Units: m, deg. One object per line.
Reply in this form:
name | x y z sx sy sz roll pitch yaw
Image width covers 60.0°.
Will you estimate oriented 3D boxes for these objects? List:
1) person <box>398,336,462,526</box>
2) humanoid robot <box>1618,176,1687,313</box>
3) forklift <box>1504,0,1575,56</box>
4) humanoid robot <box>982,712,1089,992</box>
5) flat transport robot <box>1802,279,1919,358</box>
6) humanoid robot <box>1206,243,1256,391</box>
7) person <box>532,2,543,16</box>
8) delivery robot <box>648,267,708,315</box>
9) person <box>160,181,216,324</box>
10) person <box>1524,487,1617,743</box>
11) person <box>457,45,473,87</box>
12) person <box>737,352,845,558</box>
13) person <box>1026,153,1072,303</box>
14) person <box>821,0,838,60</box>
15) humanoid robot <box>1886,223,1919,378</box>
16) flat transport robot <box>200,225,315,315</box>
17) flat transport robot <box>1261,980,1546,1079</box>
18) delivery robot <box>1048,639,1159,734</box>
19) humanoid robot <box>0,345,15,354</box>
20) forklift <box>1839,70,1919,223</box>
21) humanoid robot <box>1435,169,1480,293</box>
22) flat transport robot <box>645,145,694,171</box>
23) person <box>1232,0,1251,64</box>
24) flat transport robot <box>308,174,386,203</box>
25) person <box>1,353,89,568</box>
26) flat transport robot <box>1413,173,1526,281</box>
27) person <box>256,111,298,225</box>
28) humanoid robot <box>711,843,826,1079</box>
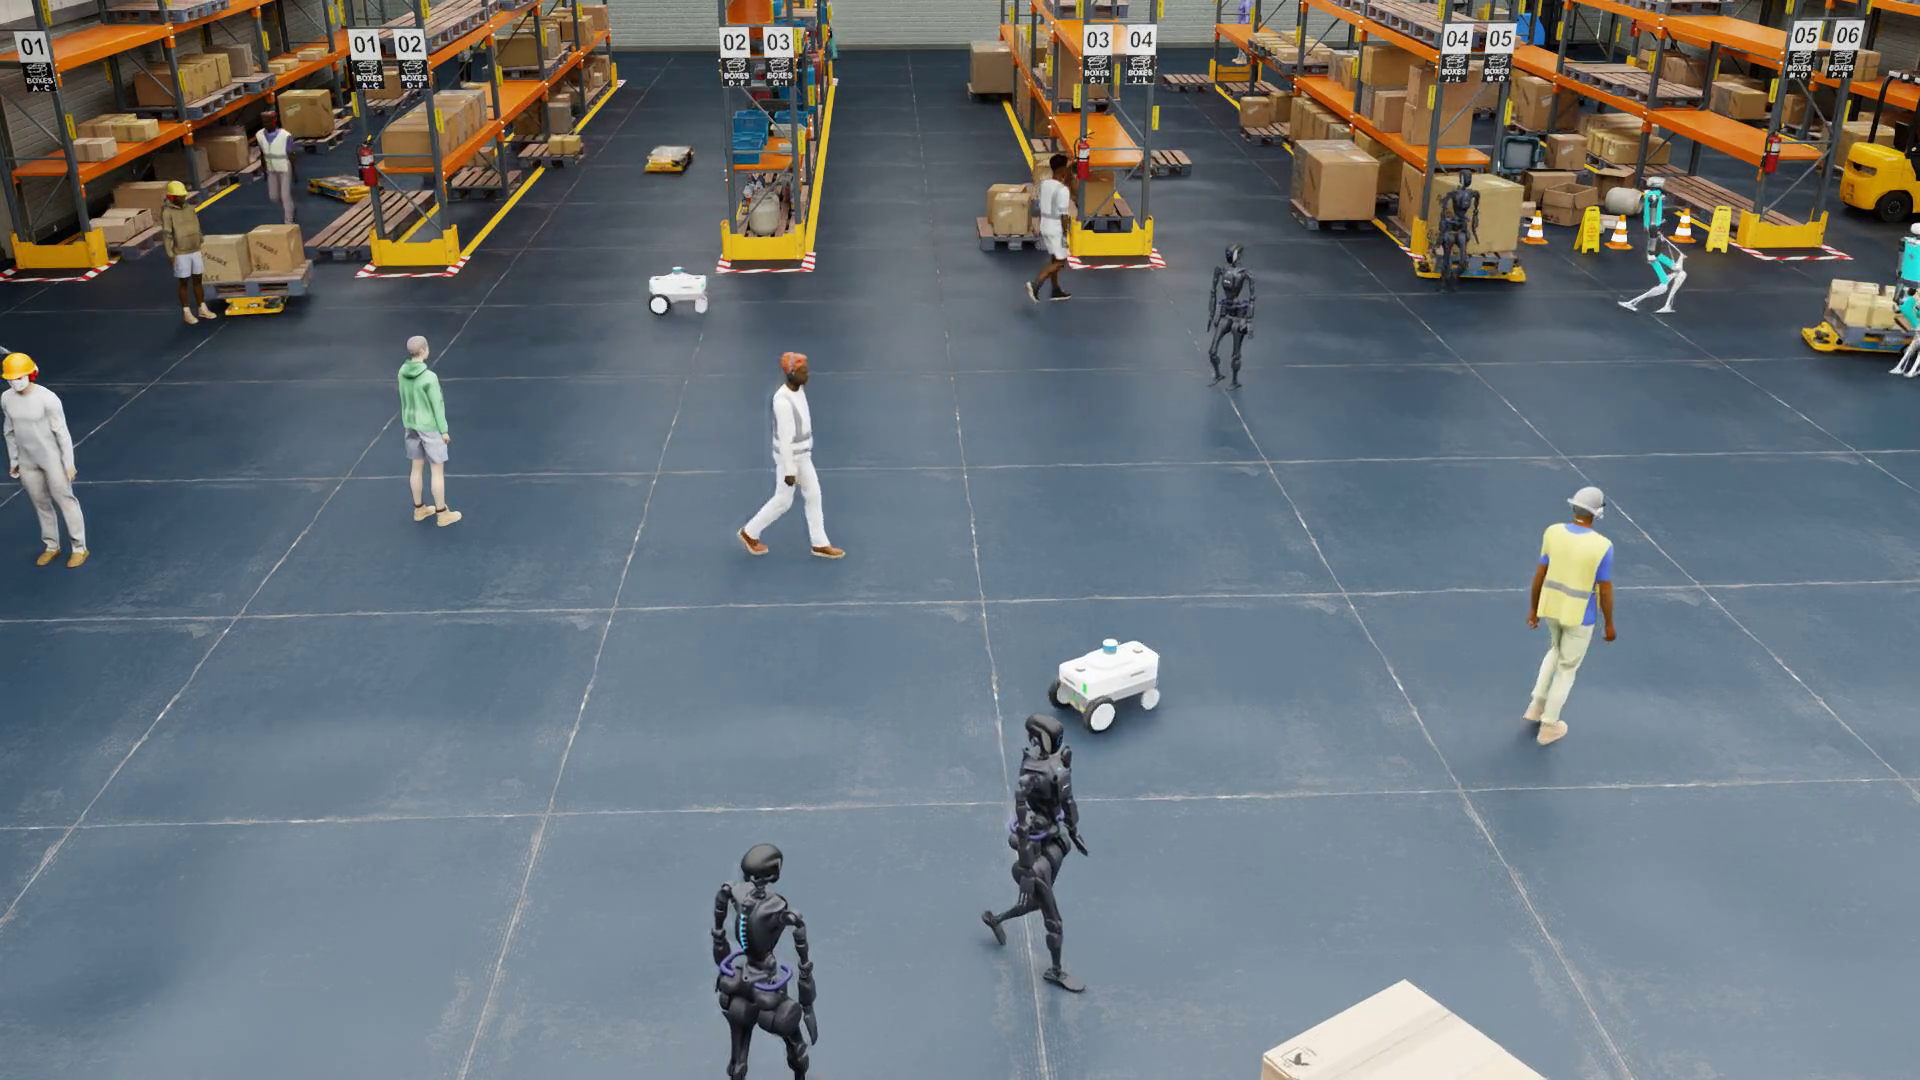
person | -4.784 -0.974 14.862 0.470 1.734 0.325 12 27 25
humanoid robot | 8.888 -3.674 20.920 0.926 1.736 0.554 8 25 18
forklift | 14.700 -13.805 42.301 1.873 2.768 1.129 -1 24 -2
humanoid robot | 0.406 1.659 9.079 0.739 1.654 0.584 14 28 29
flat transport robot | 10.908 -2.395 19.853 1.431 0.231 0.659 5 25 12
humanoid robot | 2.993 -2.440 18.230 0.593 1.648 0.363 19 30 36
person | -10.436 -12.669 40.979 0.387 1.861 0.535 -4 24 -8
delivery robot | -3.626 -3.183 21.294 0.816 0.612 0.499 -2 24 -4
person | -9.649 -3.596 20.714 0.412 1.760 0.552 13 27 27
person | 4.174 0.524 11.324 0.480 1.877 0.530 -16 28 -31
person | -11.247 -11.147 37.774 0.533 1.690 0.320 18 30 34
person | -1.482 -0.708 14.121 0.884 1.856 0.590 5 24 10
person | 1.164 -3.983 21.371 0.710 1.946 0.611 -13 27 -28
person | -3.466 -12.846 41.537 0.879 1.718 0.550 -9 25 -19
humanoid robot | 10.837 -2.696 18.680 0.701 1.751 0.548 -7 25 -15
flat transport robot | -9.097 -3.214 21.694 0.659 0.231 1.431 -4 24 -10
flat transport robot | 2.139 3.040 7.642 1.431 0.231 0.659 -15 28 -31
delivery robot | 1.049 0.994 11.873 0.764 0.582 0.499 -15 28 -30
humanoid robot | -11.662 -2.957 19.354 0.924 1.789 0.545 -1 24 -3
forklift | 15.132 -6.143 25.915 2.313 2.155 1.214 -1 24 -2
humanoid robot | 6.535 -4.065 21.878 0.602 1.638 0.382 -6 25 -13
flat transport robot | -5.211 -6.851 29.866 0.659 0.231 1.431 0 24 0
person | 7.030 -12.740 41.216 0.384 1.798 0.603 -3 24 -6
flat transport robot | -10.159 -5.822 27.554 1.431 0.231 0.659 21 31 39
person | -7.736 -0.676 14.005 0.569 1.889 0.389 3 24 6
flat transport robot | 7.012 -3.760 22.921 1.431 0.231 0.659 4 24 8
person | -10.213 -5.549 25.020 0.571 1.827 0.527 5 24 11
humanoid robot | -0.975 2.173 7.937 0.612 1.648 0.767 13 27 27
